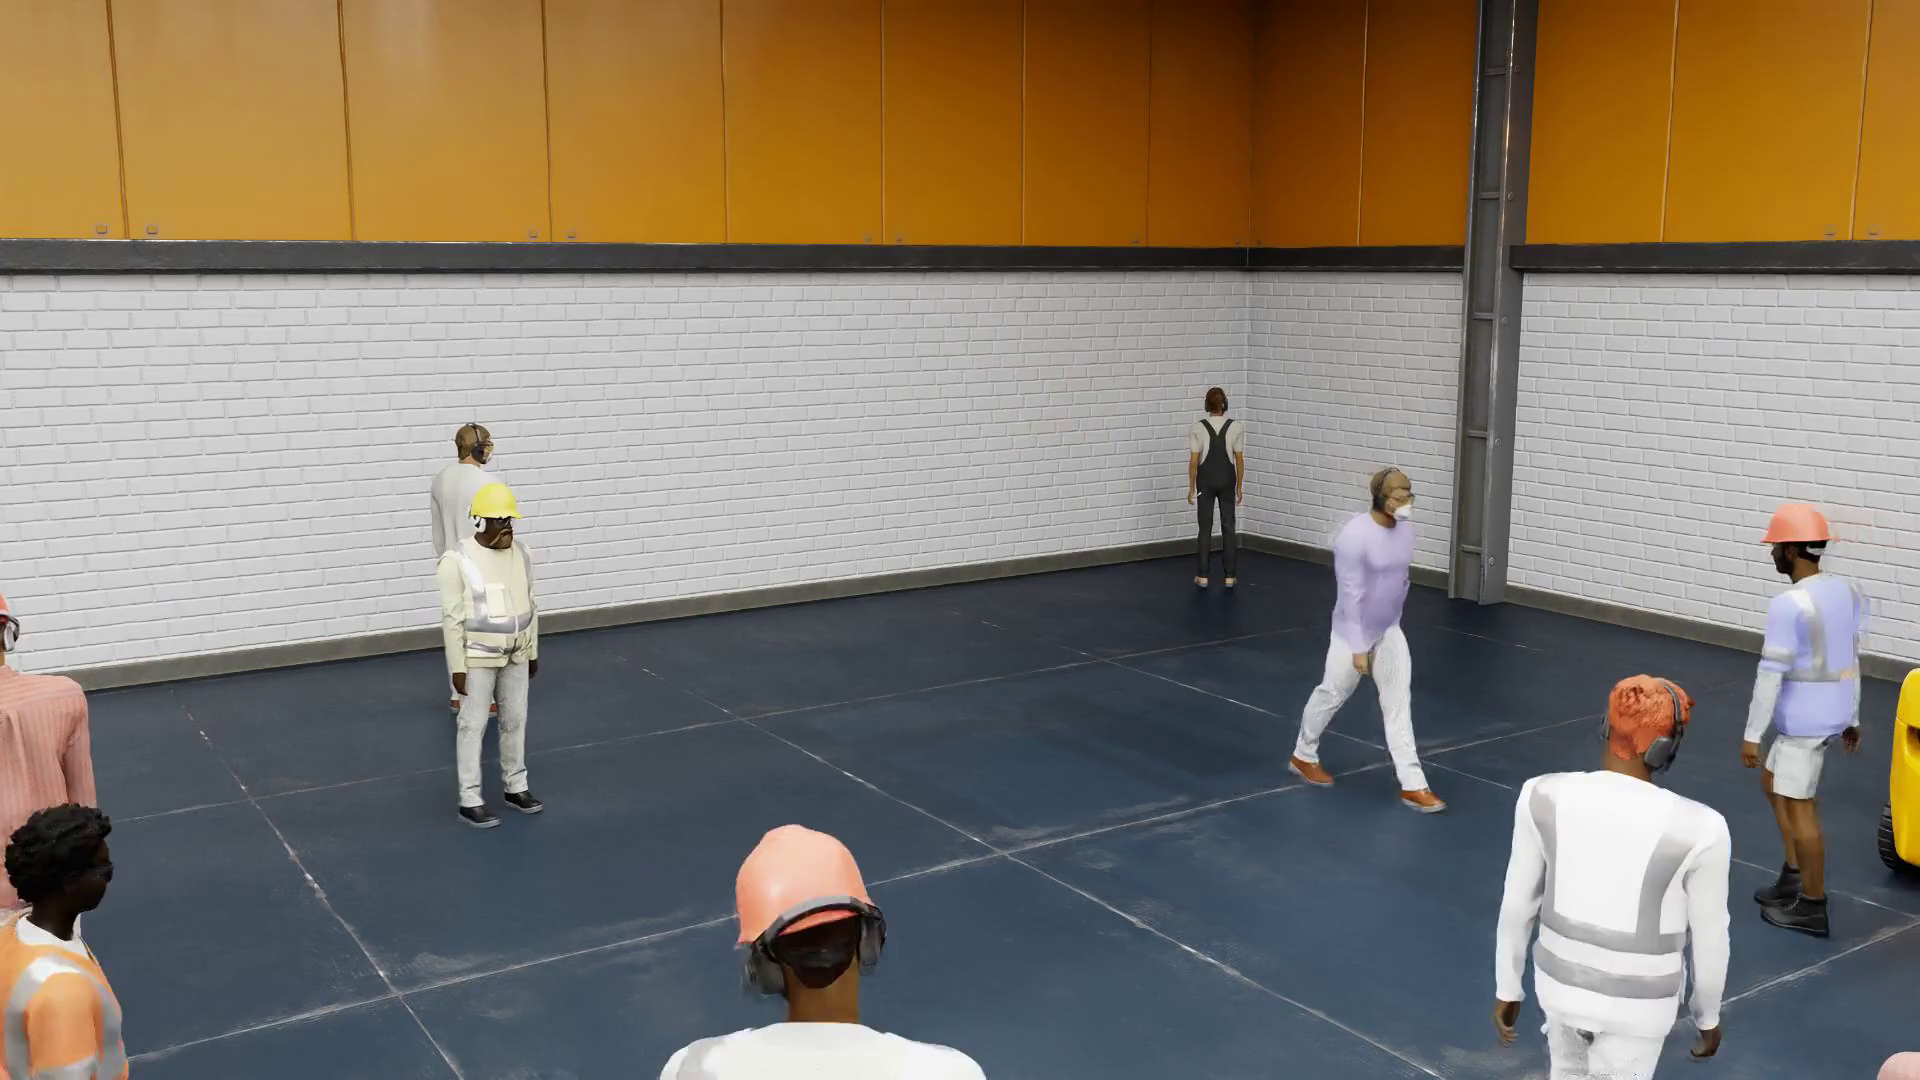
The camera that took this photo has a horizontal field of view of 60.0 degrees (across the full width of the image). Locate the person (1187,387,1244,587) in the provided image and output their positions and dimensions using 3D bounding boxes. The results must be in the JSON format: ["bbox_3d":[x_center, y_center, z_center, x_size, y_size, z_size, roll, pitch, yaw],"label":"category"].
[{"bbox_3d":[2.351,-0.481,15.307,0.505,1.842,0.349,1,9,4],"label":"person"}]

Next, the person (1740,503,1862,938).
[{"bbox_3d":[3.730,0.794,7.410,0.605,1.911,0.545,-7,12,-35],"label":"person"}]

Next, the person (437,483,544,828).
[{"bbox_3d":[-2.473,0.601,8.854,0.403,1.825,0.596,7,12,37],"label":"person"}]

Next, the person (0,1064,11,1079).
[{"bbox_3d":[-1.377,1.639,2.348,0.583,1.894,0.909,-4,10,-22],"label":"person"}]

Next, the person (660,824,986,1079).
[{"bbox_3d":[-0.241,1.518,2.901,0.639,1.988,0.962,2,10,12],"label":"person"}]

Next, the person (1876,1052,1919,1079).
[{"bbox_3d":[2.068,1.551,3.315,0.523,1.760,0.327,3,10,20],"label":"person"}]

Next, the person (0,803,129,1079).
[{"bbox_3d":[-2.150,1.463,4.046,0.387,1.681,0.550,-7,12,-35],"label":"person"}]

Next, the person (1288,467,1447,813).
[{"bbox_3d":[2.241,0.516,9.192,0.636,1.885,1.020,-7,12,-35],"label":"person"}]

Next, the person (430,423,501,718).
[{"bbox_3d":[-3.189,0.198,10.920,0.635,1.937,0.353,6,11,33],"label":"person"}]

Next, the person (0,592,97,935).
[{"bbox_3d":[-3.081,1.097,5.364,0.396,1.985,0.608,5,11,30],"label":"person"}]

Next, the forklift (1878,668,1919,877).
[{"bbox_3d":[5.511,0.571,7.906,2.313,2.155,1.214,-6,11,-33],"label":"forklift"}]

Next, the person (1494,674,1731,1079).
[{"bbox_3d":[1.810,1.279,4.643,0.585,1.861,0.586,9,13,42],"label":"person"}]
